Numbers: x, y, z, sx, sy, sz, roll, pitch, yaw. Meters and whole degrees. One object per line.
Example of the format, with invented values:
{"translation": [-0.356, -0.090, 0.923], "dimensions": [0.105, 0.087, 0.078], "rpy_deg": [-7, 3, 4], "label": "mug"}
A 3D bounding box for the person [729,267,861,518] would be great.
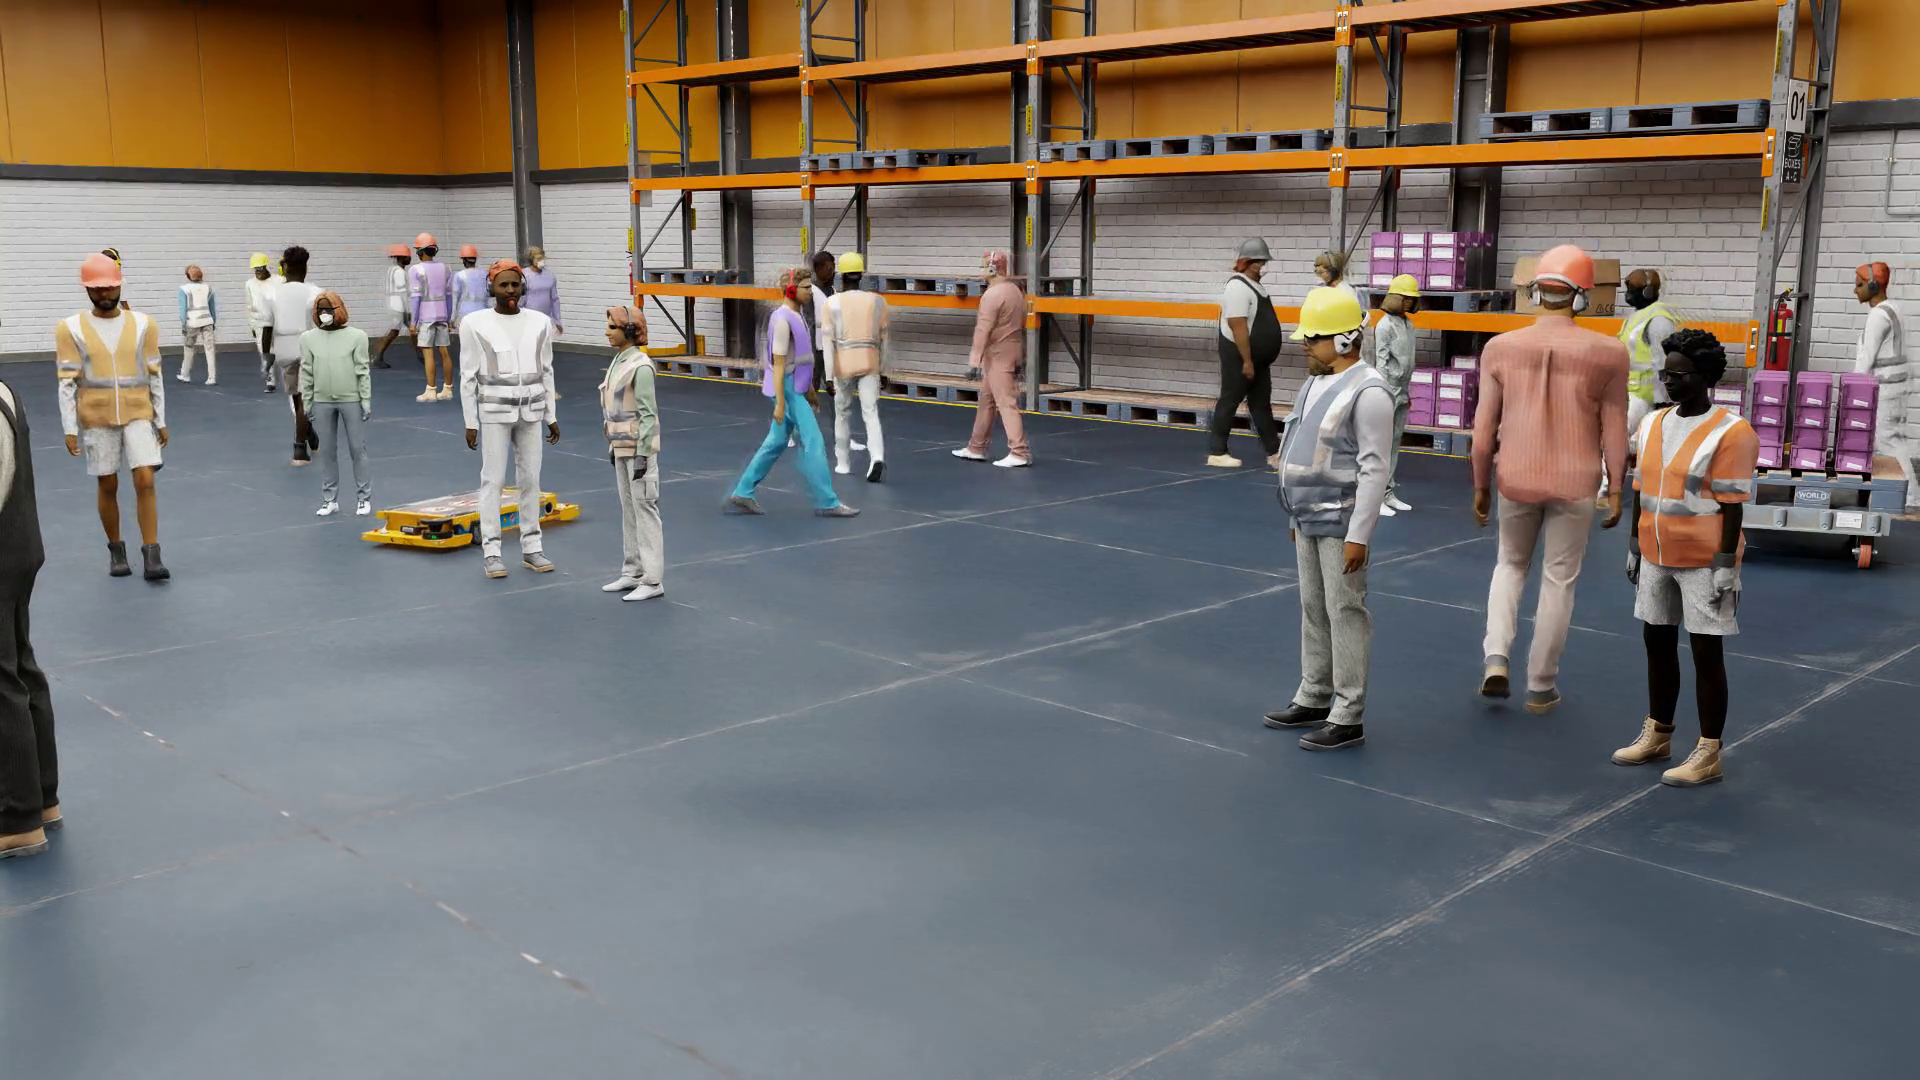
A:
{"translation": [-1.232, -1.051, 11.940], "dimensions": [0.955, 1.805, 0.590], "rpy_deg": [0, 10, 0], "label": "person"}

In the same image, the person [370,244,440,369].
{"translation": [-8.537, -3.545, 25.306], "dimensions": [0.997, 1.893, 0.565], "rpy_deg": [-3, 11, -17], "label": "person"}

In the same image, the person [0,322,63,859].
{"translation": [-3.180, 0.120, 5.420], "dimensions": [0.335, 1.846, 0.513], "rpy_deg": [-3, 11, -14], "label": "person"}

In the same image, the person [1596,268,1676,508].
{"translation": [5.092, -1.105, 12.262], "dimensions": [0.957, 1.801, 0.633], "rpy_deg": [2, 11, 9], "label": "person"}

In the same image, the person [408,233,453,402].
{"translation": [-6.454, -2.700, 20.258], "dimensions": [0.376, 2.045, 0.605], "rpy_deg": [7, 12, 33], "label": "person"}

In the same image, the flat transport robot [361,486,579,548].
{"translation": [-3.297, -0.169, 11.296], "dimensions": [0.652, 0.197, 1.431], "rpy_deg": [5, 11, 24], "label": "flat transport robot"}

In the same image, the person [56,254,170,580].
{"translation": [-4.899, -0.689, 9.669], "dimensions": [0.564, 1.903, 0.837], "rpy_deg": [-6, 12, -31], "label": "person"}

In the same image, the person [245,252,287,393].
{"translation": [-8.911, -2.814, 21.528], "dimensions": [0.600, 1.806, 0.600], "rpy_deg": [-1, 10, -3], "label": "person"}

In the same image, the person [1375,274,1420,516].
{"translation": [3.176, -1.056, 12.123], "dimensions": [0.318, 1.740, 0.488], "rpy_deg": [8, 13, 38], "label": "person"}

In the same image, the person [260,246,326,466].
{"translation": [-5.870, -1.657, 14.900], "dimensions": [0.632, 1.913, 1.007], "rpy_deg": [0, 10, -1], "label": "person"}

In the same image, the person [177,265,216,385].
{"translation": [-10.376, -2.909, 22.569], "dimensions": [0.797, 1.600, 0.549], "rpy_deg": [8, 13, 38], "label": "person"}

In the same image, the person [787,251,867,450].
{"translation": [-1.365, -1.794, 15.769], "dimensions": [0.938, 1.882, 0.609], "rpy_deg": [5, 12, 25], "label": "person"}

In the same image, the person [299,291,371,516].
{"translation": [-4.506, -0.982, 12.032], "dimensions": [0.497, 1.629, 0.272], "rpy_deg": [-1, 10, -5], "label": "person"}

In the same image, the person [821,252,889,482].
{"translation": [-0.855, -1.437, 13.788], "dimensions": [0.593, 1.897, 0.928], "rpy_deg": [-3, 11, -17], "label": "person"}

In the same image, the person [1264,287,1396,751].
{"translation": [1.459, -0.081, 6.587], "dimensions": [0.403, 1.822, 0.588], "rpy_deg": [-2, 11, -13], "label": "person"}

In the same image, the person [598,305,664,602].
{"translation": [-1.826, -0.483, 9.267], "dimensions": [0.311, 1.642, 0.512], "rpy_deg": [-6, 12, -29], "label": "person"}

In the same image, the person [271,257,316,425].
{"translation": [-6.852, -2.044, 17.300], "dimensions": [0.541, 1.823, 0.961], "rpy_deg": [-8, 13, -37], "label": "person"}

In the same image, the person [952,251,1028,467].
{"translation": [0.225, -1.576, 14.581], "dimensions": [0.884, 1.869, 0.669], "rpy_deg": [4, 11, 20], "label": "person"}

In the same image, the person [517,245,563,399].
{"translation": [-5.324, -2.711, 20.706], "dimensions": [0.887, 1.911, 0.639], "rpy_deg": [6, 12, 30], "label": "person"}

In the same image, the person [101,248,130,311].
{"translation": [-9.793, -2.438, 19.331], "dimensions": [0.524, 1.862, 0.325], "rpy_deg": [4, 11, 21], "label": "person"}

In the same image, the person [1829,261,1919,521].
{"translation": [6.532, -1.053, 11.870], "dimensions": [0.861, 1.839, 0.597], "rpy_deg": [6, 12, 30], "label": "person"}

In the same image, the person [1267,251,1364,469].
{"translation": [3.004, -1.427, 13.739], "dimensions": [0.973, 1.883, 0.653], "rpy_deg": [1, 10, 6], "label": "person"}

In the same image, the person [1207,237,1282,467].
{"translation": [2.563, -1.640, 14.485], "dimensions": [0.727, 2.000, 0.696], "rpy_deg": [5, 12, 26], "label": "person"}

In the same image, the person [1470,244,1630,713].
{"translation": [2.484, -0.241, 7.007], "dimensions": [0.621, 1.978, 0.414], "rpy_deg": [6, 12, 31], "label": "person"}

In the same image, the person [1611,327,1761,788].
{"translation": [2.683, 0.063, 6.165], "dimensions": [0.321, 1.689, 0.530], "rpy_deg": [-5, 11, -24], "label": "person"}

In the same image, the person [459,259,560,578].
{"translation": [-2.675, -0.723, 9.913], "dimensions": [0.584, 1.882, 0.339], "rpy_deg": [-8, 13, -36], "label": "person"}

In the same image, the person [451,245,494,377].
{"translation": [-6.727, -3.107, 22.932], "dimensions": [0.558, 1.884, 1.024], "rpy_deg": [-9, 14, -41], "label": "person"}
